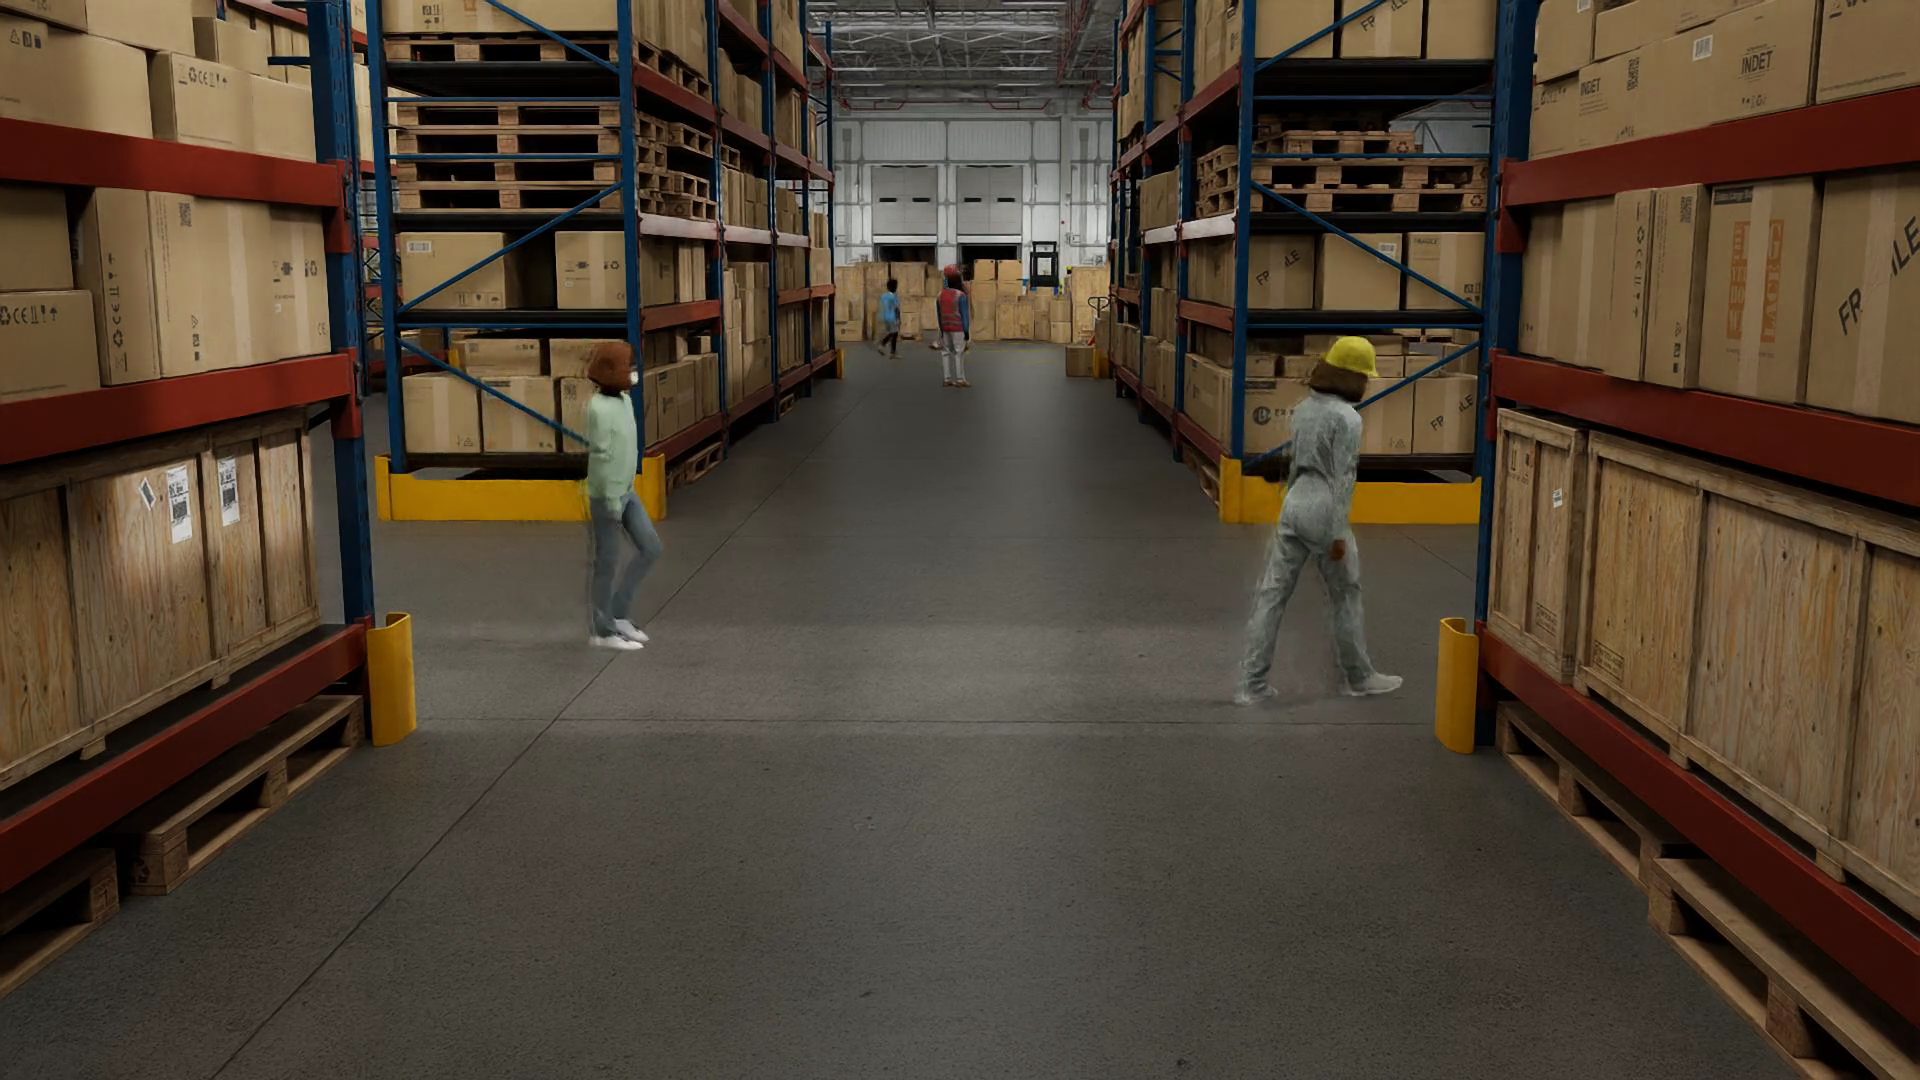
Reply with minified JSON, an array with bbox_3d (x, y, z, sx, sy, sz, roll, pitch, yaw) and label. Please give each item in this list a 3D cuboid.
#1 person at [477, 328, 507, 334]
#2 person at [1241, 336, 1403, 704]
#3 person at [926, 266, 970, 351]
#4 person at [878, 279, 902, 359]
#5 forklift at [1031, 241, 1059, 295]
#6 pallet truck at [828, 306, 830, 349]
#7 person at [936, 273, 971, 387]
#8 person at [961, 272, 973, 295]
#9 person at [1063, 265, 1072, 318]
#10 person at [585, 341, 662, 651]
[{"bbox_3d":[-7.877,-3.602,27.954,0.545,1.938,0.355,0,9,3],"label":"person"},{"bbox_3d":[1.665,-0.084,7.626,0.837,1.687,0.603,-5,11,-28],"label":"person"},{"bbox_3d":[-0.222,-5.248,37.813,1.019,1.941,0.638,-3,10,-16],"label":"person"},{"bbox_3d":[-1.439,-4.639,34.926,0.387,1.685,0.538,-6,11,-31],"label":"person"},{"bbox_3d":[3.208,-9.956,63.196,1.129,2.768,1.873,0,9,1],"label":"forklift"},{"bbox_3d":[-3.100,-3.940,29.800,1.885,1.965,0.823,3,10,19],"label":"pallet truck"},{"bbox_3d":[-0.083,-3.397,27.016,0.627,1.844,0.429,8,12,40],"label":"person"},{"bbox_3d":[0.300,-8.855,60.166,0.530,1.689,0.321,0,9,-3],"label":"person"},{"bbox_3d":[3.954,-8.966,60.161,0.581,1.919,0.393,-7,12,-37],"label":"person"},{"bbox_3d":[-1.750,-0.217,8.611,0.386,1.617,0.532,1,10,7],"label":"person"}]
